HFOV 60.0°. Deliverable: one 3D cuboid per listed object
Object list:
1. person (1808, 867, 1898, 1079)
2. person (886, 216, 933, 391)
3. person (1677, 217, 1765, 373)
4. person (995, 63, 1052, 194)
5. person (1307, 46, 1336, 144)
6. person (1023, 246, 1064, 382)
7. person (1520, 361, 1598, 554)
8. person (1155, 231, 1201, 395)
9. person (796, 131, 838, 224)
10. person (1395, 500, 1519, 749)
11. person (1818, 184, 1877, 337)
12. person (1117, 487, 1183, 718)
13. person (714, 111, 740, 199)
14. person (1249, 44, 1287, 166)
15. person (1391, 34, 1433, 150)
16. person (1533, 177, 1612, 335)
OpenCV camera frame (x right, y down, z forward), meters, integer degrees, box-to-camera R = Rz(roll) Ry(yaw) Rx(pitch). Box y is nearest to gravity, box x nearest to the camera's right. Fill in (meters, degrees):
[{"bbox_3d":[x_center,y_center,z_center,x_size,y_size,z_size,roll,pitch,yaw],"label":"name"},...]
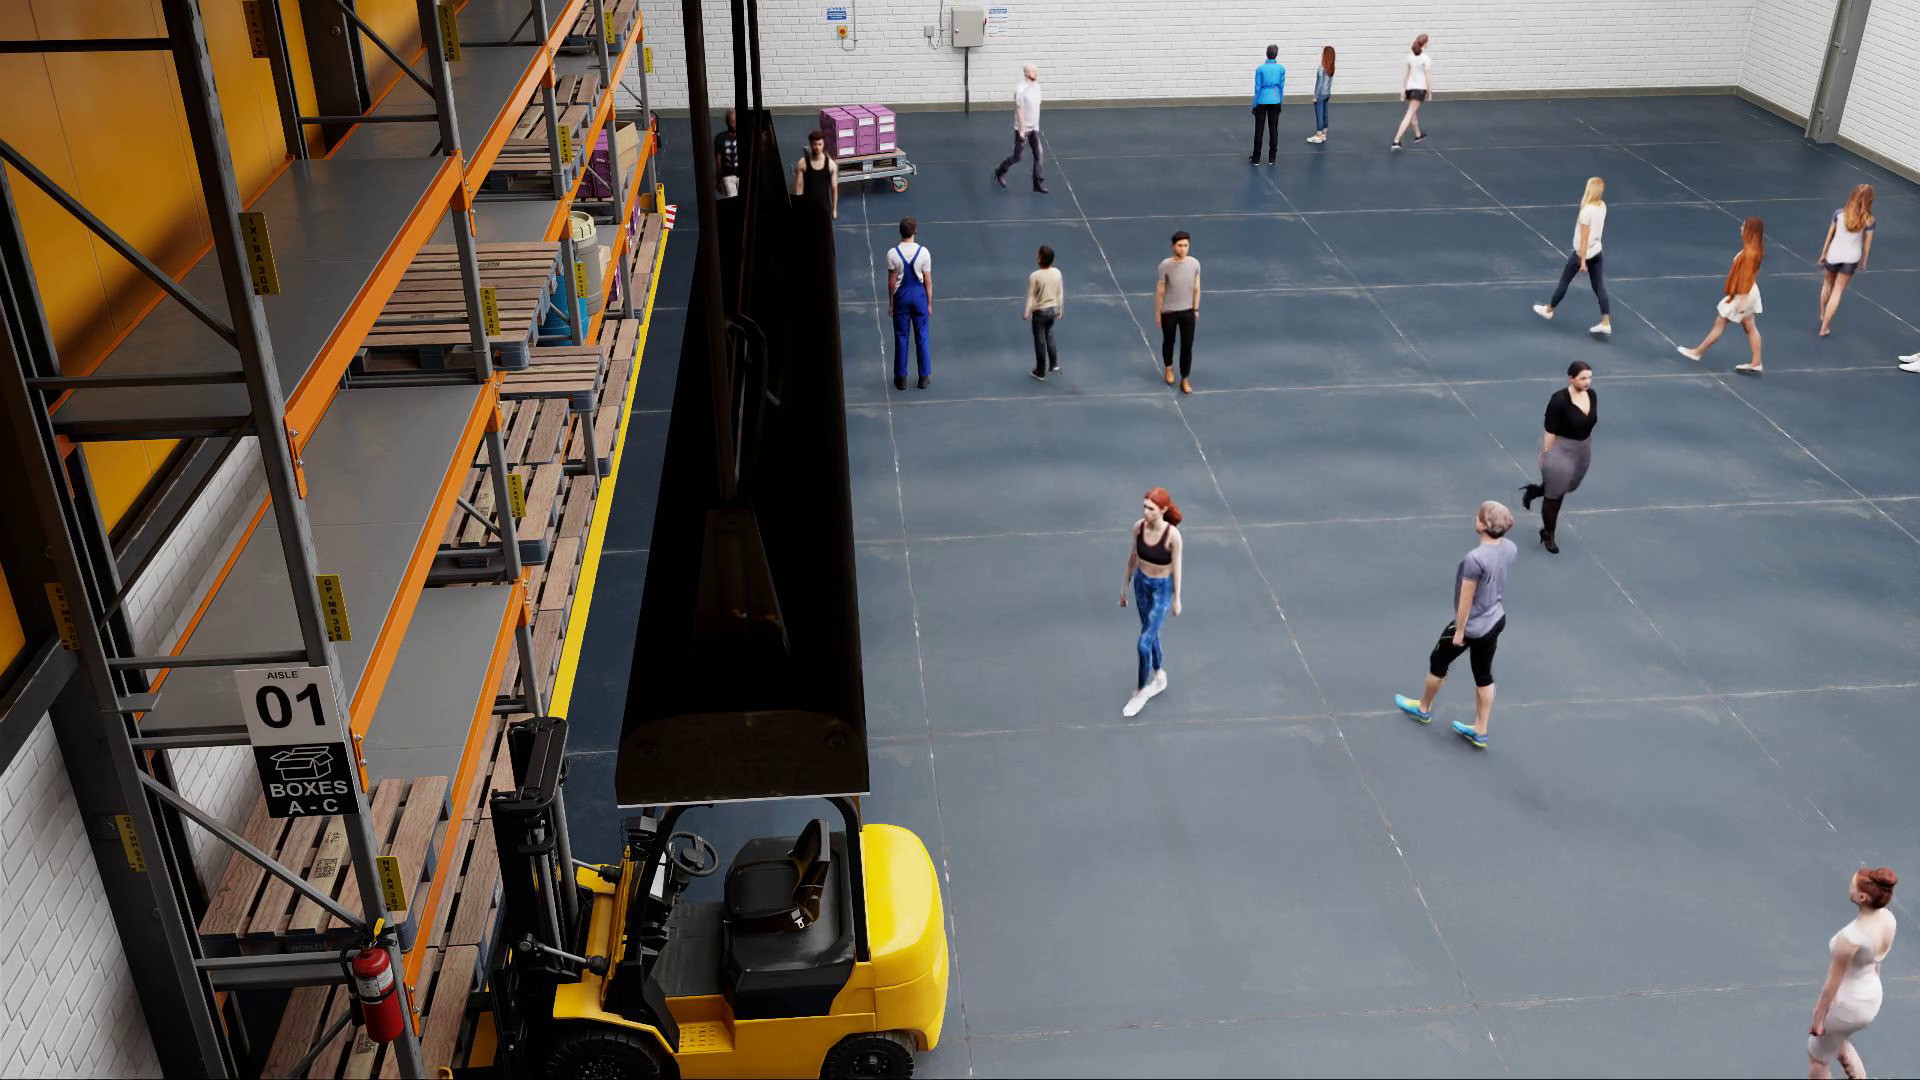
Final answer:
[{"bbox_3d":[4.588,2.440,8.445,0.777,1.776,0.912,-17,33,-29],"label":"person"},{"bbox_3d":[-0.527,-2.478,17.383,0.623,1.851,0.562,-1,29,-2],"label":"person"},{"bbox_3d":[8.431,-2.568,17.734,1.150,1.672,1.122,20,34,32],"label":"person"},{"bbox_3d":[0.875,-5.841,23.592,1.207,1.807,1.122,23,36,36],"label":"person"},{"bbox_3d":[5.684,-6.975,26.016,0.691,1.477,0.630,22,35,34],"label":"person"},{"bbox_3d":[0.930,-2.373,17.605,0.651,1.453,0.680,-16,32,-27],"label":"person"},{"bbox_3d":[5.143,-0.758,14.343,0.827,1.740,1.008,-11,31,-20],"label":"person"},{"bbox_3d":[2.277,-2.442,17.474,0.665,1.699,0.917,0,29,-1],"label":"person"},{"bbox_3d":[-1.758,-4.051,20.258,0.694,1.858,1.182,-1,29,-1],"label":"person"},{"bbox_3d":[3.686,0.640,11.659,0.986,1.857,1.117,-18,34,-30],"label":"person"},{"bbox_3d":[9.906,-3.120,18.718,0.951,1.698,1.023,20,35,33],"label":"person"},{"bbox_3d":[1.472,0.397,12.198,0.874,1.768,0.918,25,37,38],"label":"person"},{"bbox_3d":[-2.928,-4.652,21.473,0.979,1.749,1.354,-13,31,-22],"label":"person"},{"bbox_3d":[4.599,-6.503,24.827,0.593,1.788,0.526,-2,29,-4],"label":"person"},{"bbox_3d":[6.928,-6.817,25.494,1.112,1.701,1.148,-24,37,-36],"label":"person"},{"bbox_3d":[7.146,-3.146,18.707,0.974,1.755,1.285,-18,33,-29],"label":"person"}]
